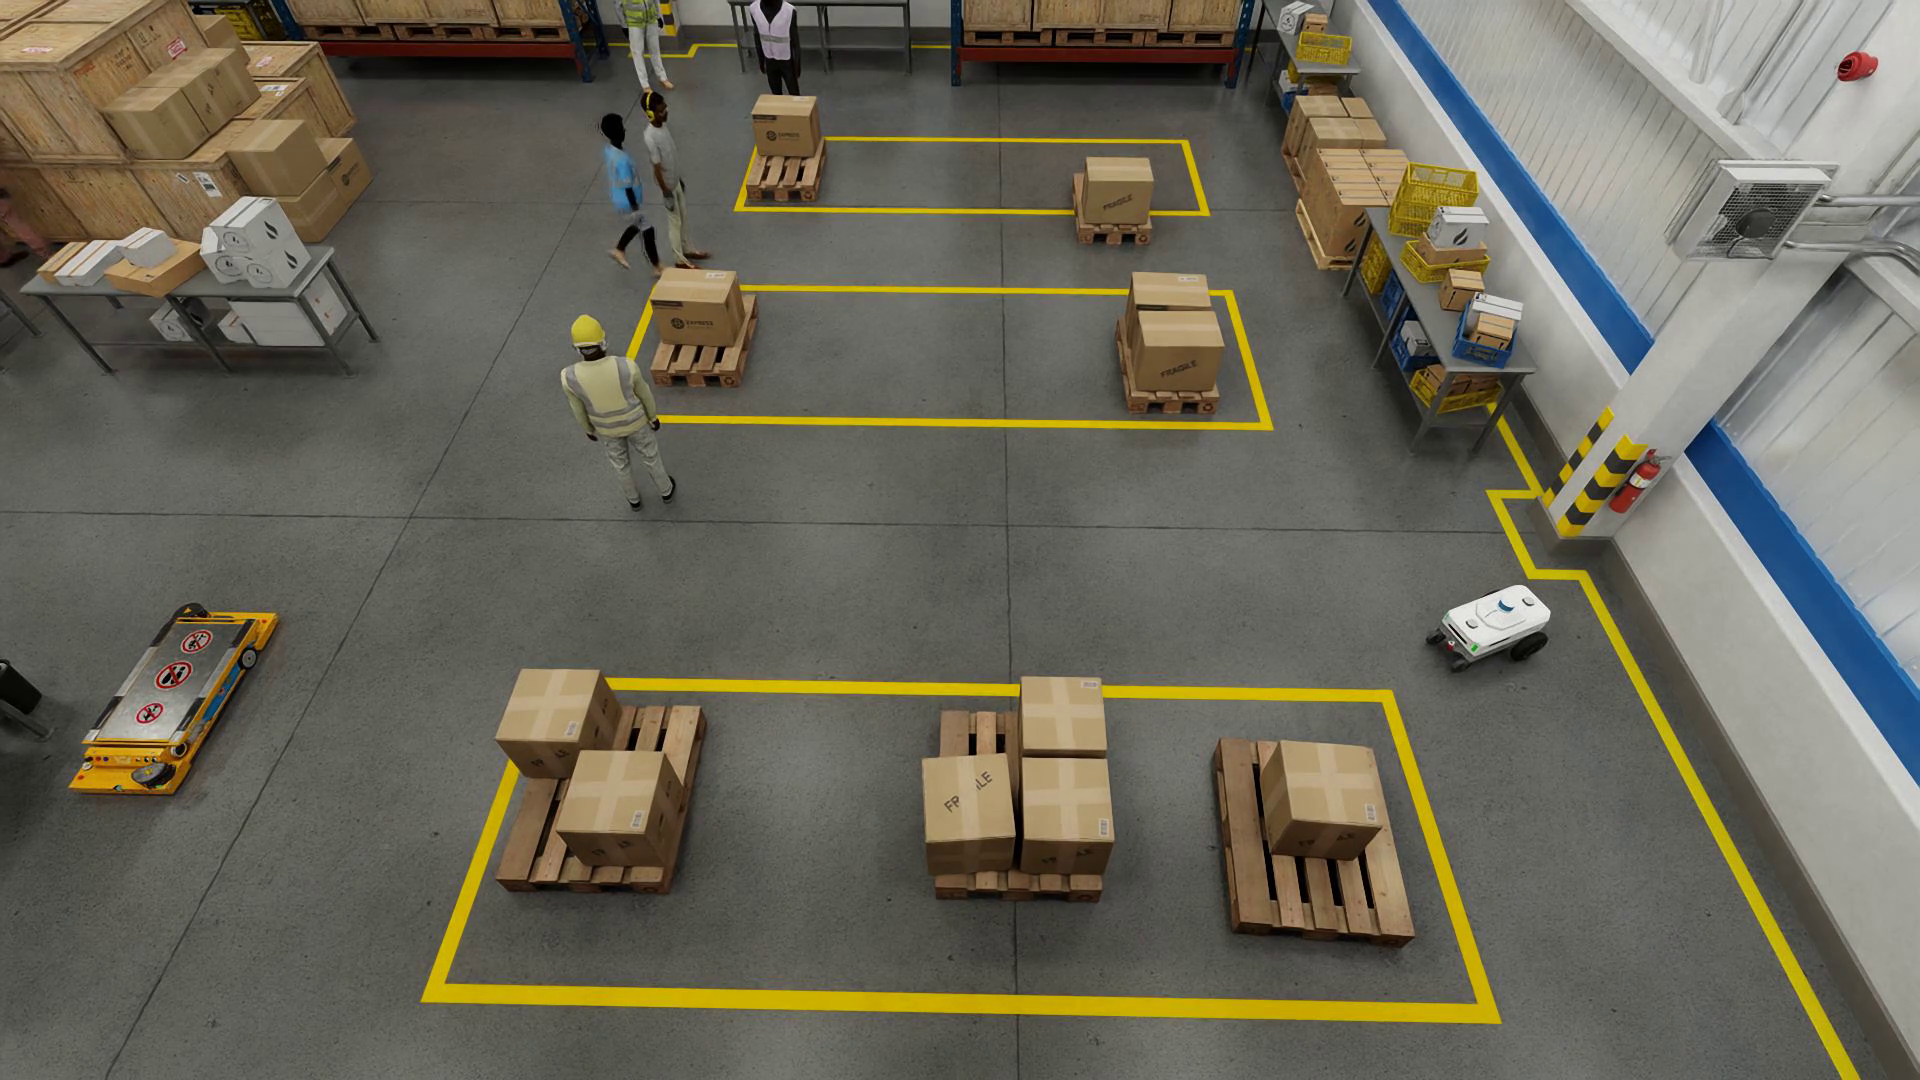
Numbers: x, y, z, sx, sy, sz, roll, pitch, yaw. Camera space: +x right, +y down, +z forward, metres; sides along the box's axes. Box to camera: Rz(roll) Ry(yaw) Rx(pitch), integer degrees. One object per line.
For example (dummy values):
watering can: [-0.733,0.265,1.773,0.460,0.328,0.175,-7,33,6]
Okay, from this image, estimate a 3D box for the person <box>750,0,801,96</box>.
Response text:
person: [-2.230,-5.939,11.312,0.579,1.910,0.395,11,51,9]

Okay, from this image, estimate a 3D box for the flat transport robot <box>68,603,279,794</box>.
flat transport robot: [-5.504,1.072,6.442,0.652,0.197,1.431,1,50,1]

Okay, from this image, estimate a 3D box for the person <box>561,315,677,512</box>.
person: [-2.648,-0.945,7.139,0.589,1.822,0.403,-12,51,-10]

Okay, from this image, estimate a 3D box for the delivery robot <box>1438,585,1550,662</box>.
delivery robot: [3.850,0.586,6.609,0.707,0.478,0.477,-17,52,-14]

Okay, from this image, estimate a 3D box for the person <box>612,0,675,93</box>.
person: [-4.234,-6.907,12.172,0.429,1.844,0.623,37,59,27]

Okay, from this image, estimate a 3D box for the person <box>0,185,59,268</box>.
person: [-10.219,-3.670,9.404,0.716,1.889,0.427,4,50,3]

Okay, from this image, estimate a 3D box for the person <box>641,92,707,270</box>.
person: [-2.953,-3.646,9.395,0.309,1.868,0.533,1,50,1]

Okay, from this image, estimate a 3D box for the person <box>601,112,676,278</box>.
person: [-3.433,-3.474,9.378,0.604,1.670,0.608,-18,52,-15]
